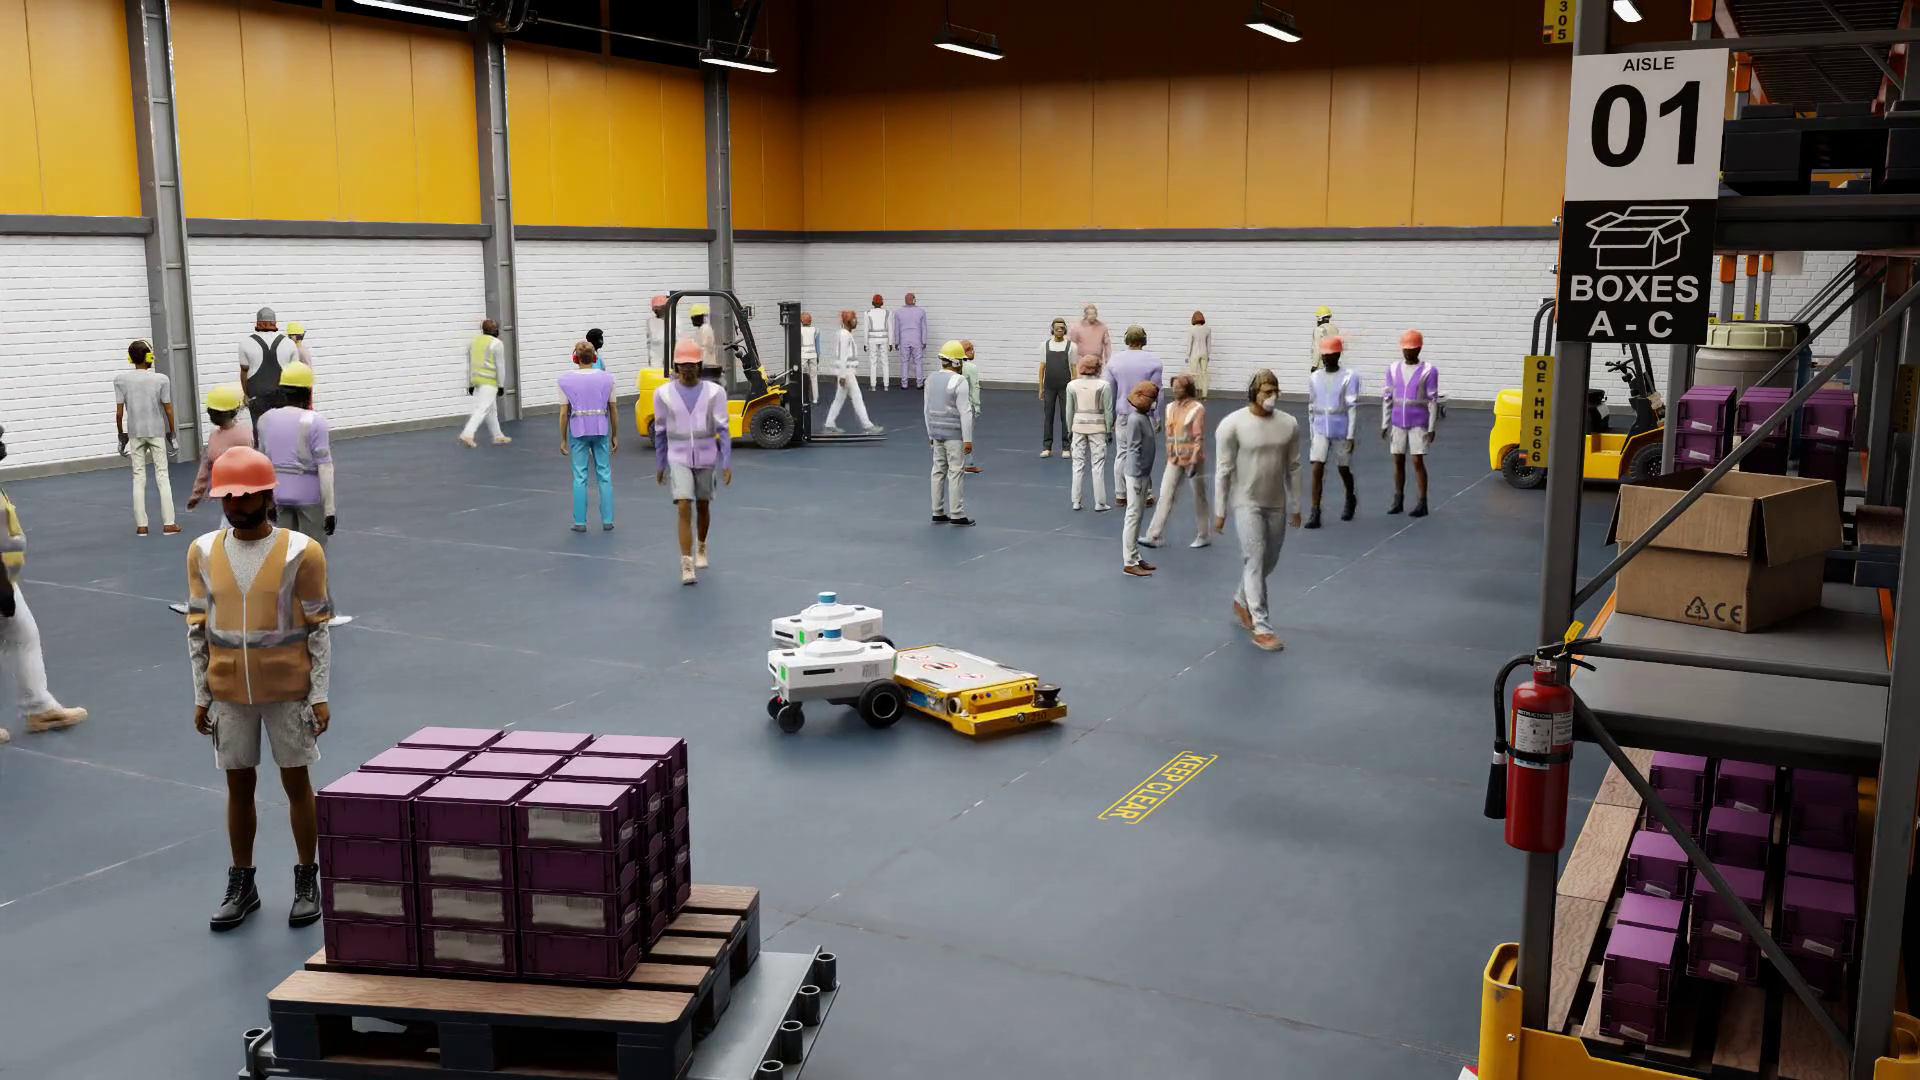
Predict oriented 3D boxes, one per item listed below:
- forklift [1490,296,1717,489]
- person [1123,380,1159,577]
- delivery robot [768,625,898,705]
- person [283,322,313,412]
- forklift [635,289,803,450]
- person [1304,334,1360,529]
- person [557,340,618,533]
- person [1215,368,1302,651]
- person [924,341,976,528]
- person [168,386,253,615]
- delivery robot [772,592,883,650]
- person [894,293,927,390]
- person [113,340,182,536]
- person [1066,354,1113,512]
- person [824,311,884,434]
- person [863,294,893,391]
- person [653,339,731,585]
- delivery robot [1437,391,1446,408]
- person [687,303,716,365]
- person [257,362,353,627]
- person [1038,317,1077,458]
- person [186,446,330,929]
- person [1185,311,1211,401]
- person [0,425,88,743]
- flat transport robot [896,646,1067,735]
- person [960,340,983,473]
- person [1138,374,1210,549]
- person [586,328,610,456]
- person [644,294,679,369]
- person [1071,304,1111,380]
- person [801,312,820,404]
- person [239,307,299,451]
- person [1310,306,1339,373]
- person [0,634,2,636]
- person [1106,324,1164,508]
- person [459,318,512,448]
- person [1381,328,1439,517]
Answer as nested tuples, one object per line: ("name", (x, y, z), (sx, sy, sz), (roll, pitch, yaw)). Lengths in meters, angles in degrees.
("forklift", (7.296, -1.677, 18.993), (2.313, 2.155, 1.214), (5, 11, 27))
("person", (1.516, -0.521, 13.926), (0.279, 1.633, 0.499), (3, 10, 16))
("delivery robot", (-0.729, 0.733, 9.512), (0.707, 0.478, 0.477), (-3, 10, -19))
("person", (-8.789, -2.006, 22.136), (0.317, 1.769, 0.522), (-9, 13, -43))
("forklift", (-3.358, -2.392, 23.136), (2.313, 2.155, 1.214), (-1, 10, -5))
("person", (3.705, -1.090, 16.441), (0.546, 1.907, 0.913), (6, 12, 33))
("person", (-3.571, -0.990, 16.014), (0.565, 1.850, 0.390), (-4, 11, -22))
("person", (2.067, -0.244, 11.544), (0.643, 1.910, 0.897), (-4, 11, -21))
("person", (-0.086, -1.042, 16.368), (0.404, 1.830, 0.601), (-9, 13, -42))
("person", (-5.442, -0.277, 12.256), (0.896, 1.715, 0.606), (-8, 13, -40))
("delivery robot", (-0.830, 0.570, 10.447), (0.707, 0.478, 0.477), (-9, 13, -43))
("person", (-0.969, -3.904, 32.738), (0.640, 1.904, 0.401), (0, 10, 1))
("person", (-7.742, -0.967, 15.838), (0.535, 1.865, 0.312), (-3, 10, -16))
("person", (1.346, -1.110, 17.317), (0.514, 1.640, 0.309), (4, 11, 23))
("person", (-1.619, -2.475, 24.675), (0.898, 1.836, 0.600), (-1, 10, -5))
("person", (-1.599, -3.847, 32.457), (0.577, 1.882, 0.349), (-2, 10, -10))
("person", (-2.217, -0.674, 13.814), (0.622, 1.990, 1.086), (-2, 10, -11))
("delivery robot", (7.635, -2.305, 27.099), (0.477, 0.478, 0.707), (9, 13, 41))
("person", (-3.948, -2.748, 26.029), (0.594, 1.905, 0.586), (-3, 10, -18))
("person", (-4.725, -0.296, 11.878), (0.629, 1.932, 0.568), (3, 10, 17))
("person", (1.280, -1.986, 21.800), (0.517, 1.845, 0.331), (2, 10, 12))
("person", (-2.783, 0.589, 6.617), (0.543, 1.939, 0.360), (-1, 10, -6))
("person", (4.324, -3.332, 30.196), (0.498, 1.633, 0.286), (-4, 10, -21))
("person", (-5.207, 0.220, 9.099), (0.804, 1.812, 0.663), (-5, 11, -26))
("flat transport robot", (-0.065, 0.857, 9.888), (0.652, 0.197, 1.431), (-7, 12, -35))
("person", (0.055, -1.631, 20.349), (0.503, 1.633, 0.280), (9, 13, 43))
("person", (1.975, -0.689, 14.989), (0.847, 1.594, 0.531), (-8, 12, -38))
("person", (-4.839, -1.960, 22.063), (0.317, 1.697, 0.540), (-4, 11, -23))
("person", (-4.930, -3.083, 27.690), (0.605, 2.016, 0.943), (2, 10, 11))
("person", (2.110, -2.948, 27.301), (0.631, 1.866, 0.915), (-4, 11, -21))
("person", (-2.721, -3.220, 29.533), (0.511, 1.641, 0.307), (-5, 11, -27))
("person", (-8.478, -1.848, 20.430), (0.677, 2.000, 0.535), (-6, 11, -29))
("person", (5.913, -2.899, 27.114), (0.597, 1.831, 0.403), (-9, 13, -43))
("person", (-6.899, -0.271, 11.619), (0.613, 1.932, 0.514), (9, 13, 42))
("person", (1.846, -1.302, 17.564), (0.630, 1.940, 0.371), (4, 11, 22))
("person", (-6.644, -2.185, 23.130), (0.637, 1.796, 0.972), (7, 12, 35))
("person", (4.583, -1.199, 17.017), (0.566, 1.924, 0.395), (8, 13, 40))
